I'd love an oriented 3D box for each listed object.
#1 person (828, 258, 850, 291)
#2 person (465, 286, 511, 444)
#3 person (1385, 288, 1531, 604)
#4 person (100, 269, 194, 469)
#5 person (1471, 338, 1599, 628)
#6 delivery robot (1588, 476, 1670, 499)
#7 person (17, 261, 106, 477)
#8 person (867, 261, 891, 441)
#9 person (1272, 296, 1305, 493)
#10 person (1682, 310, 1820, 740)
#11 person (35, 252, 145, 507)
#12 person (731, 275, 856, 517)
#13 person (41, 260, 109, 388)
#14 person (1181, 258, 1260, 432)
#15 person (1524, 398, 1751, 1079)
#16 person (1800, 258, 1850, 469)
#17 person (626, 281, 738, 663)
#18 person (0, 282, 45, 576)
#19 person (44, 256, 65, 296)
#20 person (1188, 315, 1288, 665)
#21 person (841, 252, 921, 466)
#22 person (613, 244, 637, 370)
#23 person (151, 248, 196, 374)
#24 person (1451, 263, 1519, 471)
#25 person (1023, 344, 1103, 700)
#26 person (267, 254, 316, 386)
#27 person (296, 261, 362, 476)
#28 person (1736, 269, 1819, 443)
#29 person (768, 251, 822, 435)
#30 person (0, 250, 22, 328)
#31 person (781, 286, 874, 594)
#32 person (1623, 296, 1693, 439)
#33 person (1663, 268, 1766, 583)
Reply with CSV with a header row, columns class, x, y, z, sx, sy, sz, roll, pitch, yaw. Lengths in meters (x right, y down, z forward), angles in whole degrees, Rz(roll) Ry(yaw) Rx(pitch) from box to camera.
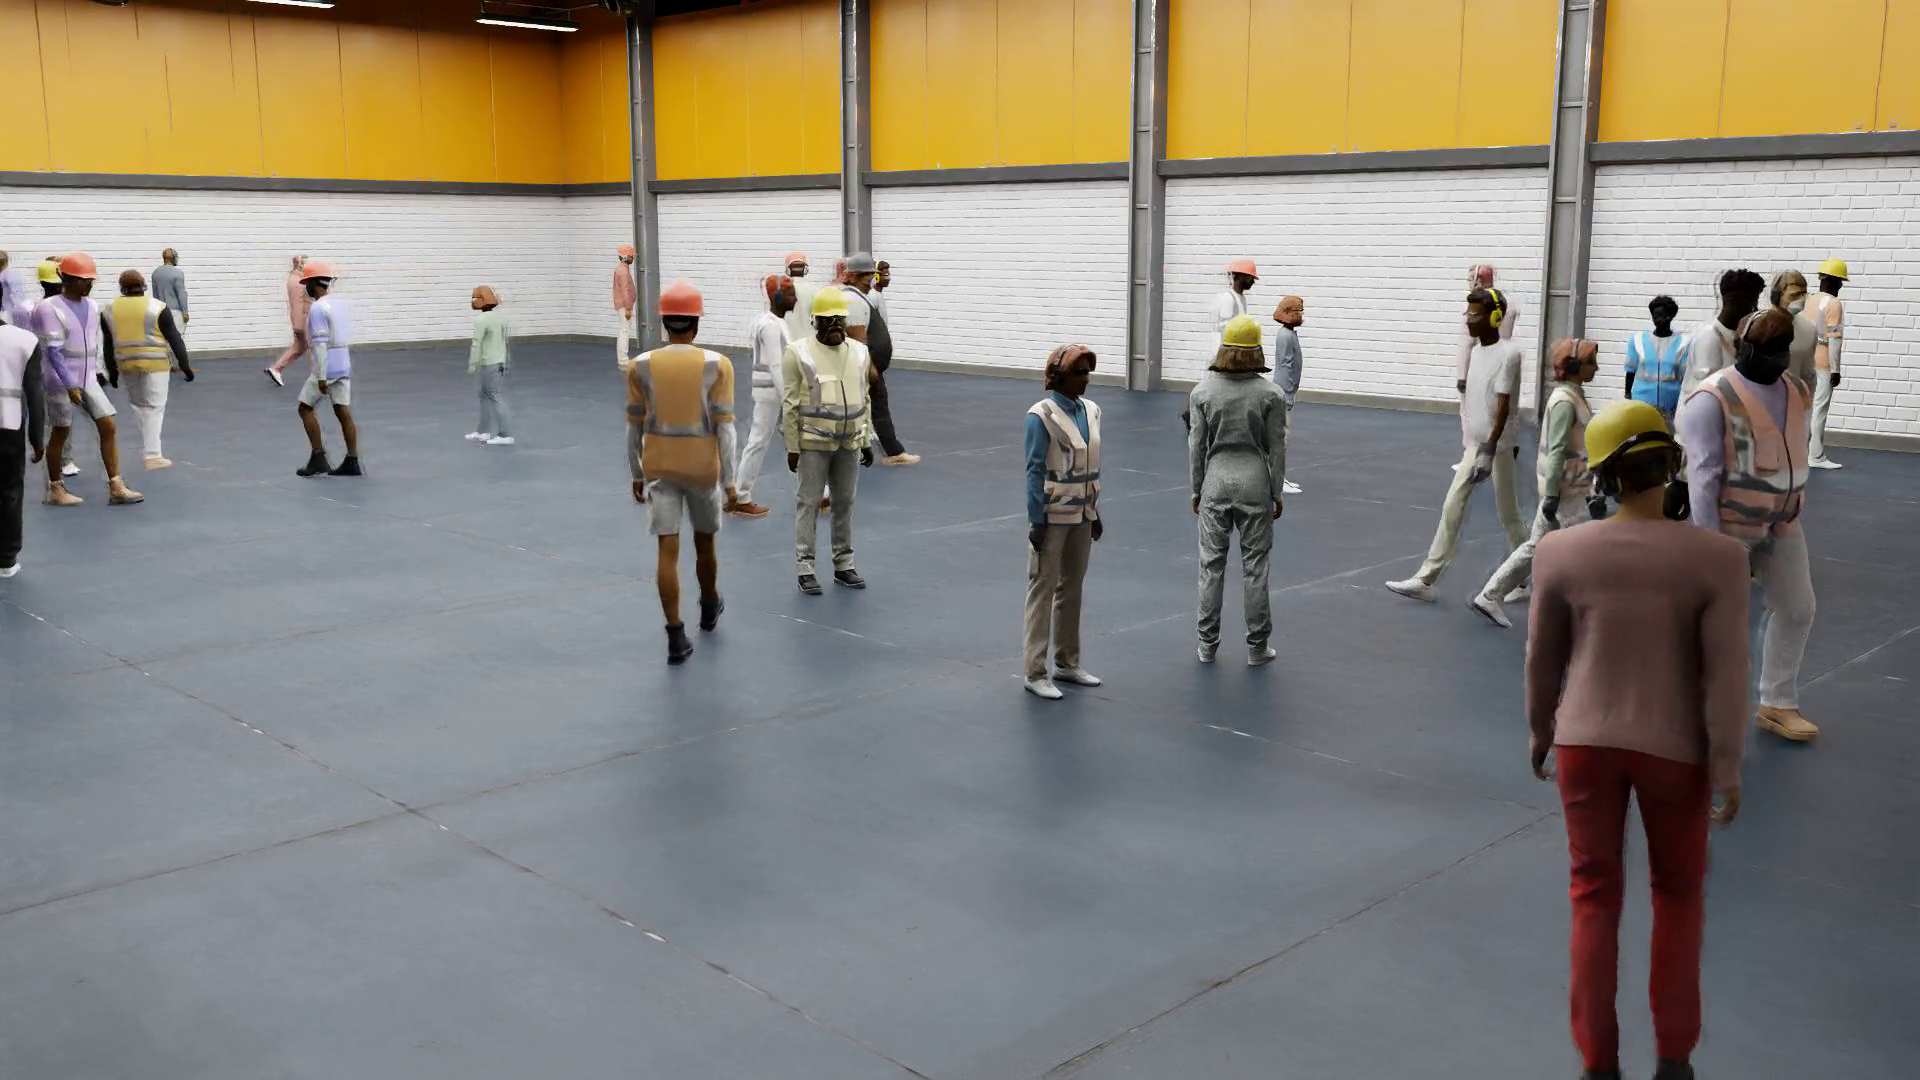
class,x,y,z,sx,sy,sz,roll,pitch,yaw
person,-1.194,-2.098,18.002,0.569,1.883,0.668,-4,11,-22
person,-4.909,-1.780,16.993,0.669,1.608,0.523,2,11,9
person,2.935,-0.510,9.497,0.935,1.824,0.536,-3,11,-15
person,-7.457,-1.568,15.301,0.710,1.817,0.537,0,10,0
person,3.160,-0.277,8.845,0.829,1.606,0.524,5,11,23
delivery robot,5.090,-0.477,12.545,0.707,0.478,0.477,2,11,11
person,-7.939,-1.514,14.770,0.791,1.896,0.607,8,13,37
person,-0.858,-1.974,17.379,0.310,1.868,0.532,0,10,-1
person,2.732,-1.212,13.864,0.280,1.634,0.498,2,11,9
person,3.377,-0.045,6.993,0.652,1.818,0.703,-4,11,-19
person,-6.848,-1.230,12.987,0.923,1.992,0.617,4,11,19
person,-1.307,-1.070,12.540,0.971,1.828,0.604,1,10,3
person,-12.356,-2.980,23.079,0.922,1.781,0.607,-4,11,-21
person,2.747,-1.972,17.295,0.870,1.901,0.570,8,13,36
person,1.659,0.520,4.144,0.549,1.720,0.508,6,12,31
person,7.917,-1.617,15.287,0.373,1.921,0.585,-1,10,-4
person,-1.422,-0.375,8.595,0.569,1.888,0.957,0,10,-2
person,-5.928,-0.662,10.169,0.638,1.889,0.809,-5,12,-27
person,-14.212,-3.533,26.064,0.944,1.794,0.641,-8,13,-36
person,1.380,-0.244,8.287,0.487,1.744,0.294,3,11,17
person,-0.936,-1.666,15.230,1.035,2.000,0.687,1,10,7
person,-5.291,-3.686,26.368,0.396,1.992,0.622,-3,11,-16
person,-12.145,-3.525,25.646,0.635,1.936,0.353,5,11,24
person,4.692,-1.515,14.825,0.658,1.882,0.536,-6,12,-29
person,0.483,-0.091,7.744,0.310,1.636,0.523,9,13,39
person,-9.294,-3.071,23.334,0.849,1.883,0.635,-5,11,-25
person,-5.643,-1.503,14.722,0.676,1.899,0.556,1,10,6
person,5.218,-0.791,10.777,0.648,1.919,0.476,-4,11,-20
person,-1.709,-2.044,17.475,0.663,1.964,0.458,0,10,0
person,-14.458,-3.401,25.085,0.984,1.896,0.650,-7,13,-34
person,-0.774,-0.596,9.963,0.594,1.832,0.403,-7,12,-32
person,5.520,-1.092,13.148,0.554,1.641,0.891,5,11,24
person,4.652,-0.666,10.082,0.636,1.924,0.870,-10,14,-42
